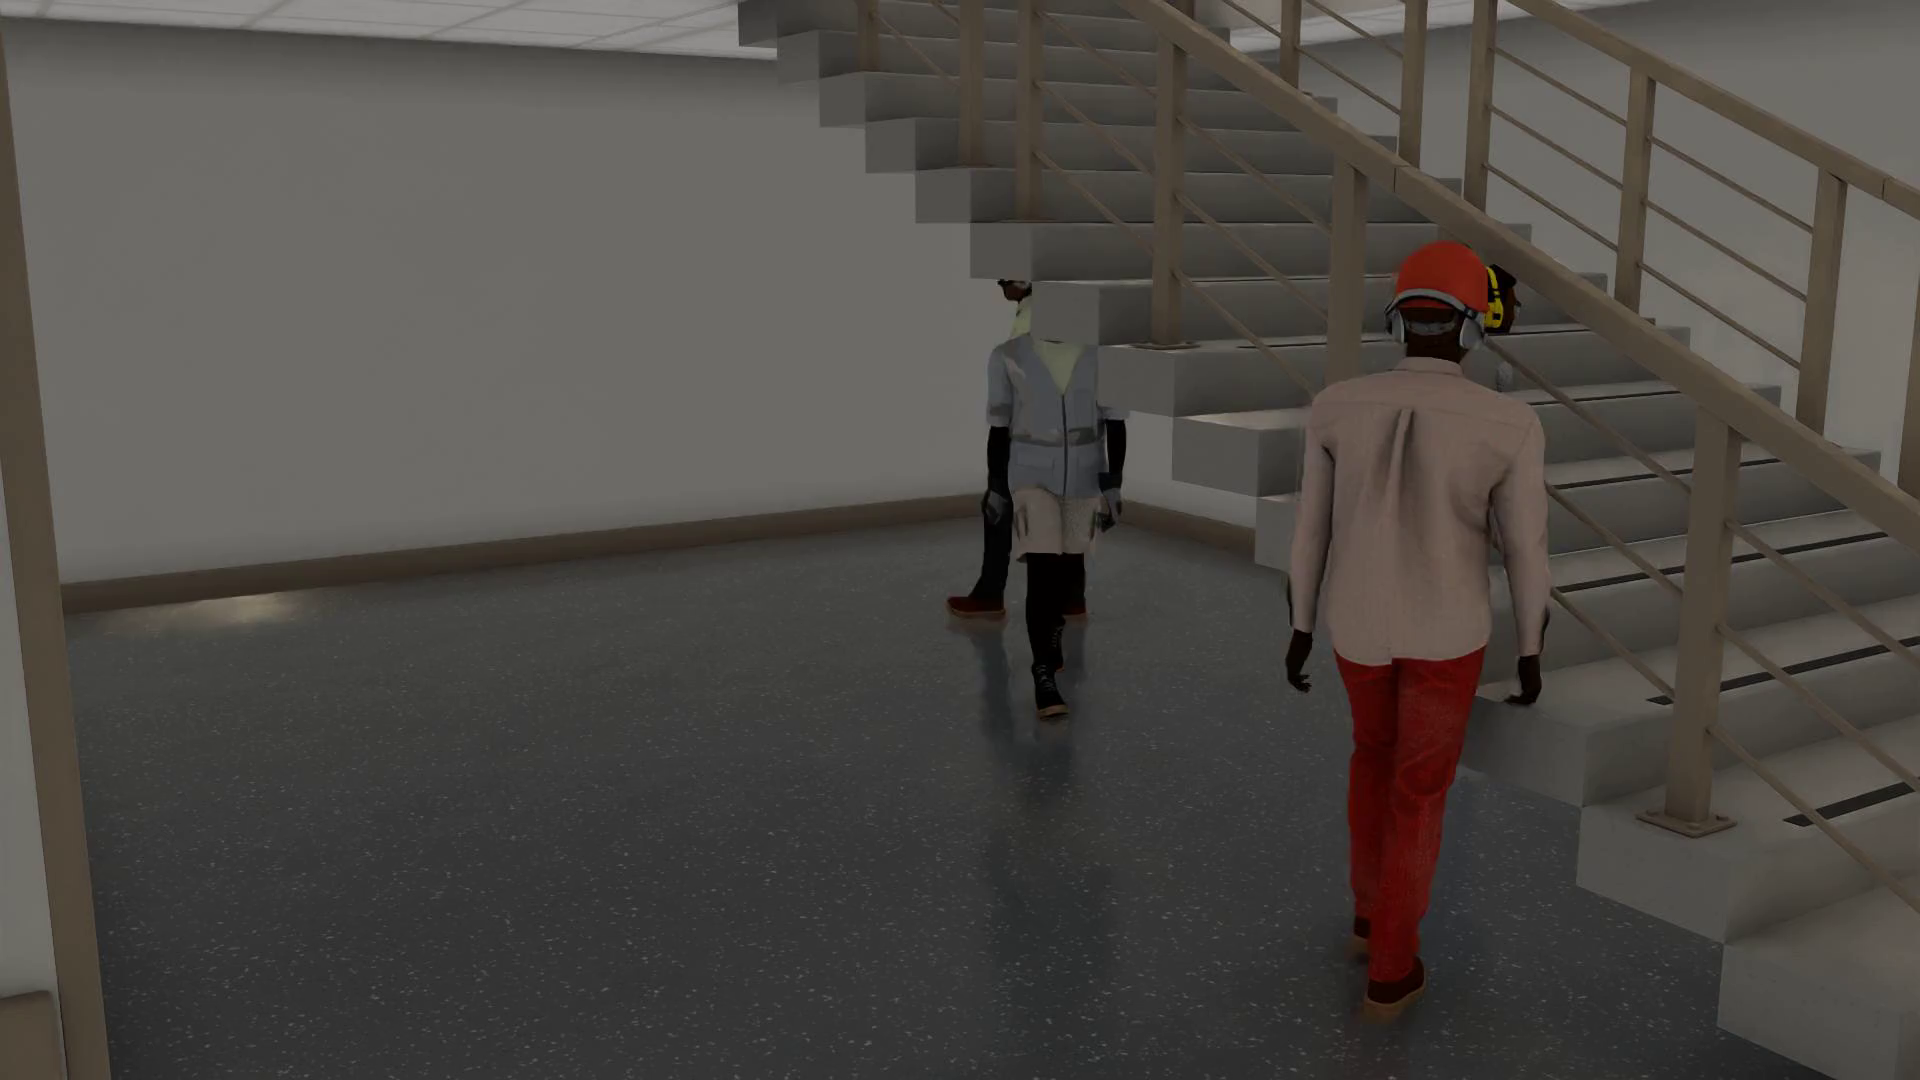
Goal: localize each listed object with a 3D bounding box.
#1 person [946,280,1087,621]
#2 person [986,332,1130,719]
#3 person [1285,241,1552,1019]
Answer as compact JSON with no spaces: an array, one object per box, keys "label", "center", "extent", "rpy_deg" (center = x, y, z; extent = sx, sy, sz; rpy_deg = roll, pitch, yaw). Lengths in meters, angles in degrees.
[{"label":"person","center":[0.280,-0.553,8.459],"extent":[0.854,1.954,0.605],"rpy_deg":[4,12,22]},{"label":"person","center":[0.411,-0.271,7.135],"extent":[0.595,1.918,1.046],"rpy_deg":[-1,11,-8]},{"label":"person","center":[1.224,0.218,4.362],"extent":[0.656,1.968,0.731],"rpy_deg":[7,13,33]}]
